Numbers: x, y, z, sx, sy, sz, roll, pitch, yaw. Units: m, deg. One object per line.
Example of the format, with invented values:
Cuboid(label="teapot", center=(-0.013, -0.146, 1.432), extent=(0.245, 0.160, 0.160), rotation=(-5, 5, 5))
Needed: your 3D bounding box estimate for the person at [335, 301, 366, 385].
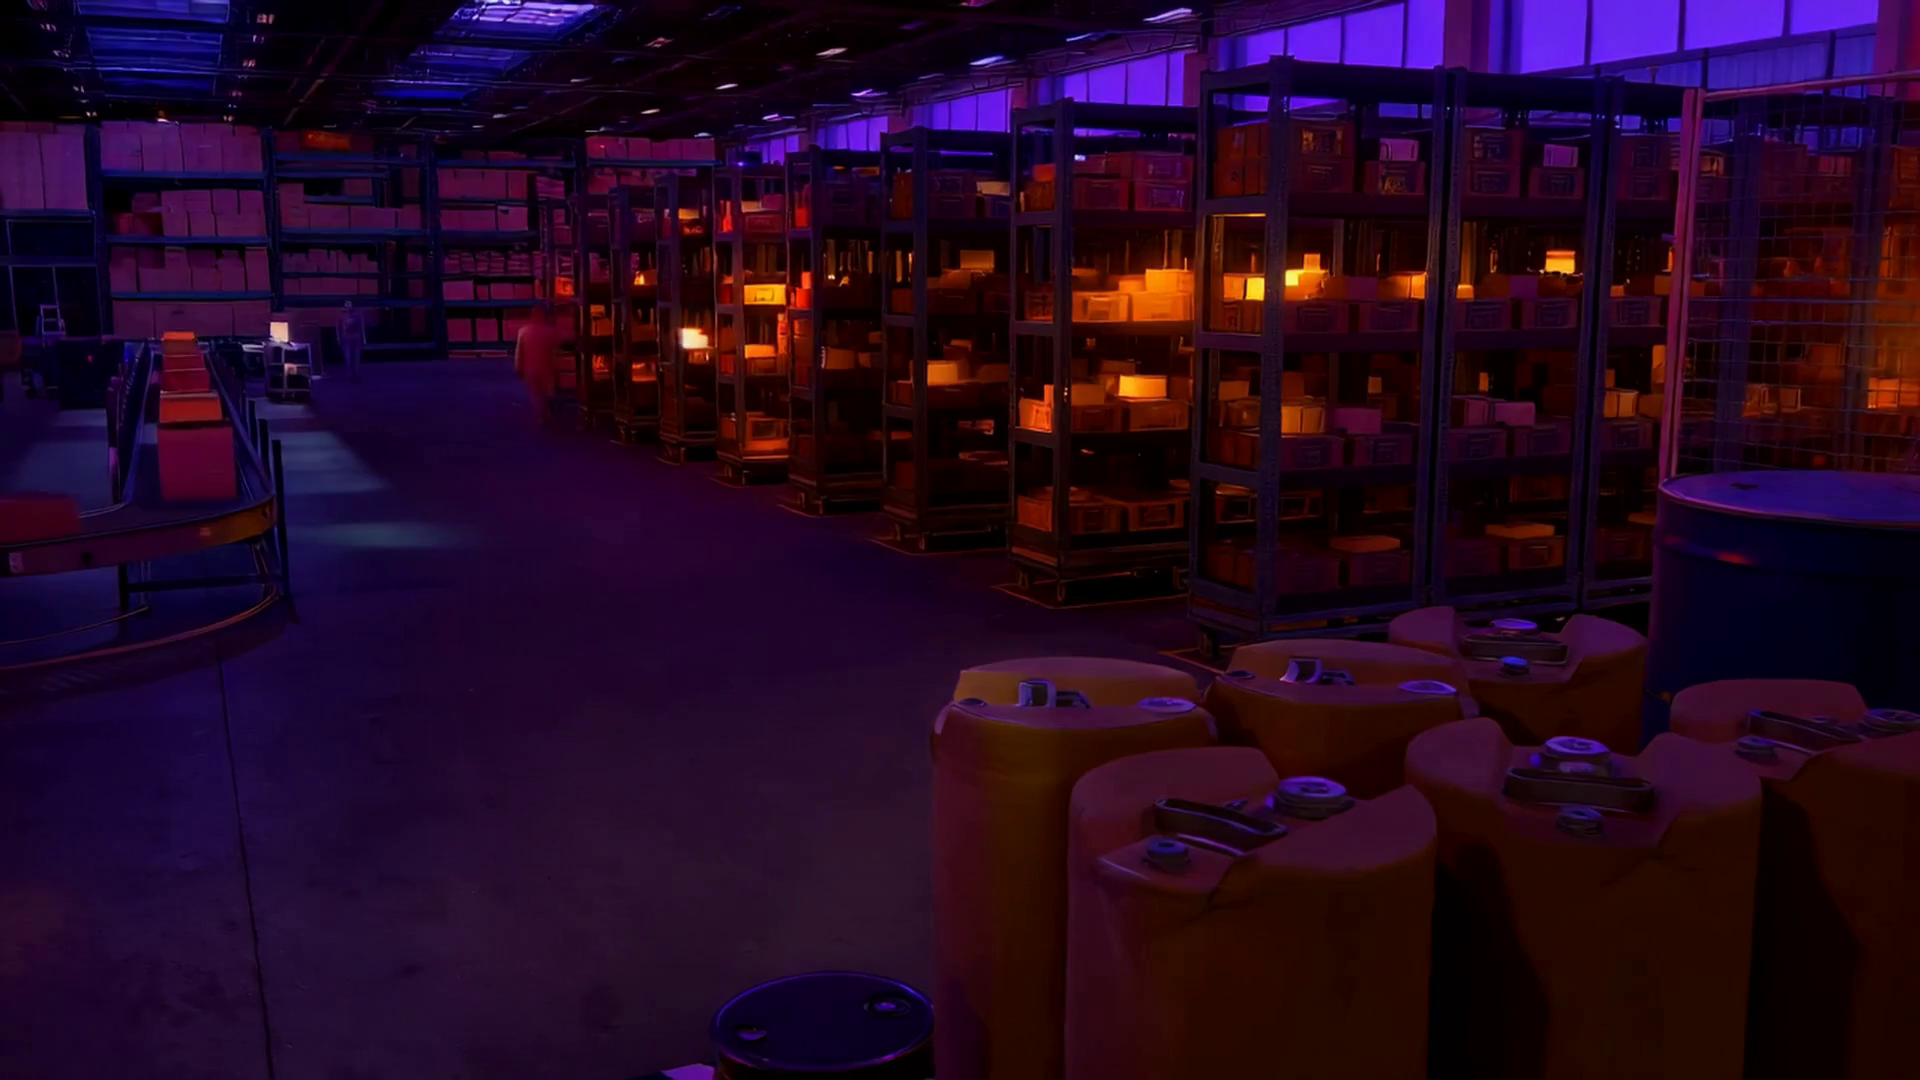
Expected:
Cuboid(label="person", center=(-13.054, -4.216, 35.635), extent=(0.617, 1.781, 0.925), rotation=(-3, 10, -19))

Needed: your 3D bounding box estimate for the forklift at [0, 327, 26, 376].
Cuboid(label="forklift", center=(-22.503, -5.126, 37.887), extent=(1.873, 2.768, 1.129), rotation=(-4, 10, -25))

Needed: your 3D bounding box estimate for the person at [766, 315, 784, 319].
Cuboid(label="person", center=(-3.812, -3.899, 33.610), extent=(0.567, 1.795, 0.964), rotation=(-8, 12, -41))

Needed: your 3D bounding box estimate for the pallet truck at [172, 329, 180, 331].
Cuboid(label="pallet truck", center=(-17.275, -3.851, 35.096), extent=(1.601, 1.201, 0.680), rotation=(0, 9, 1))

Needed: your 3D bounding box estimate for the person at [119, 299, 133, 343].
Cuboid(label="person", center=(-22.766, -5.781, 45.427), extent=(0.371, 1.750, 0.557), rotation=(-3, 10, -18))

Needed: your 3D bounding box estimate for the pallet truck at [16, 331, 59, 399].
Cuboid(label="pallet truck", center=(-17.082, -3.353, 31.781), extent=(1.630, 1.274, 0.653), rotation=(-4, 10, -25))

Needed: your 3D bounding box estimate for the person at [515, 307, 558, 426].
Cuboid(label="person", center=(-6.676, -2.752, 26.289), extent=(0.635, 1.870, 0.960), rotation=(-5, 10, -28))
